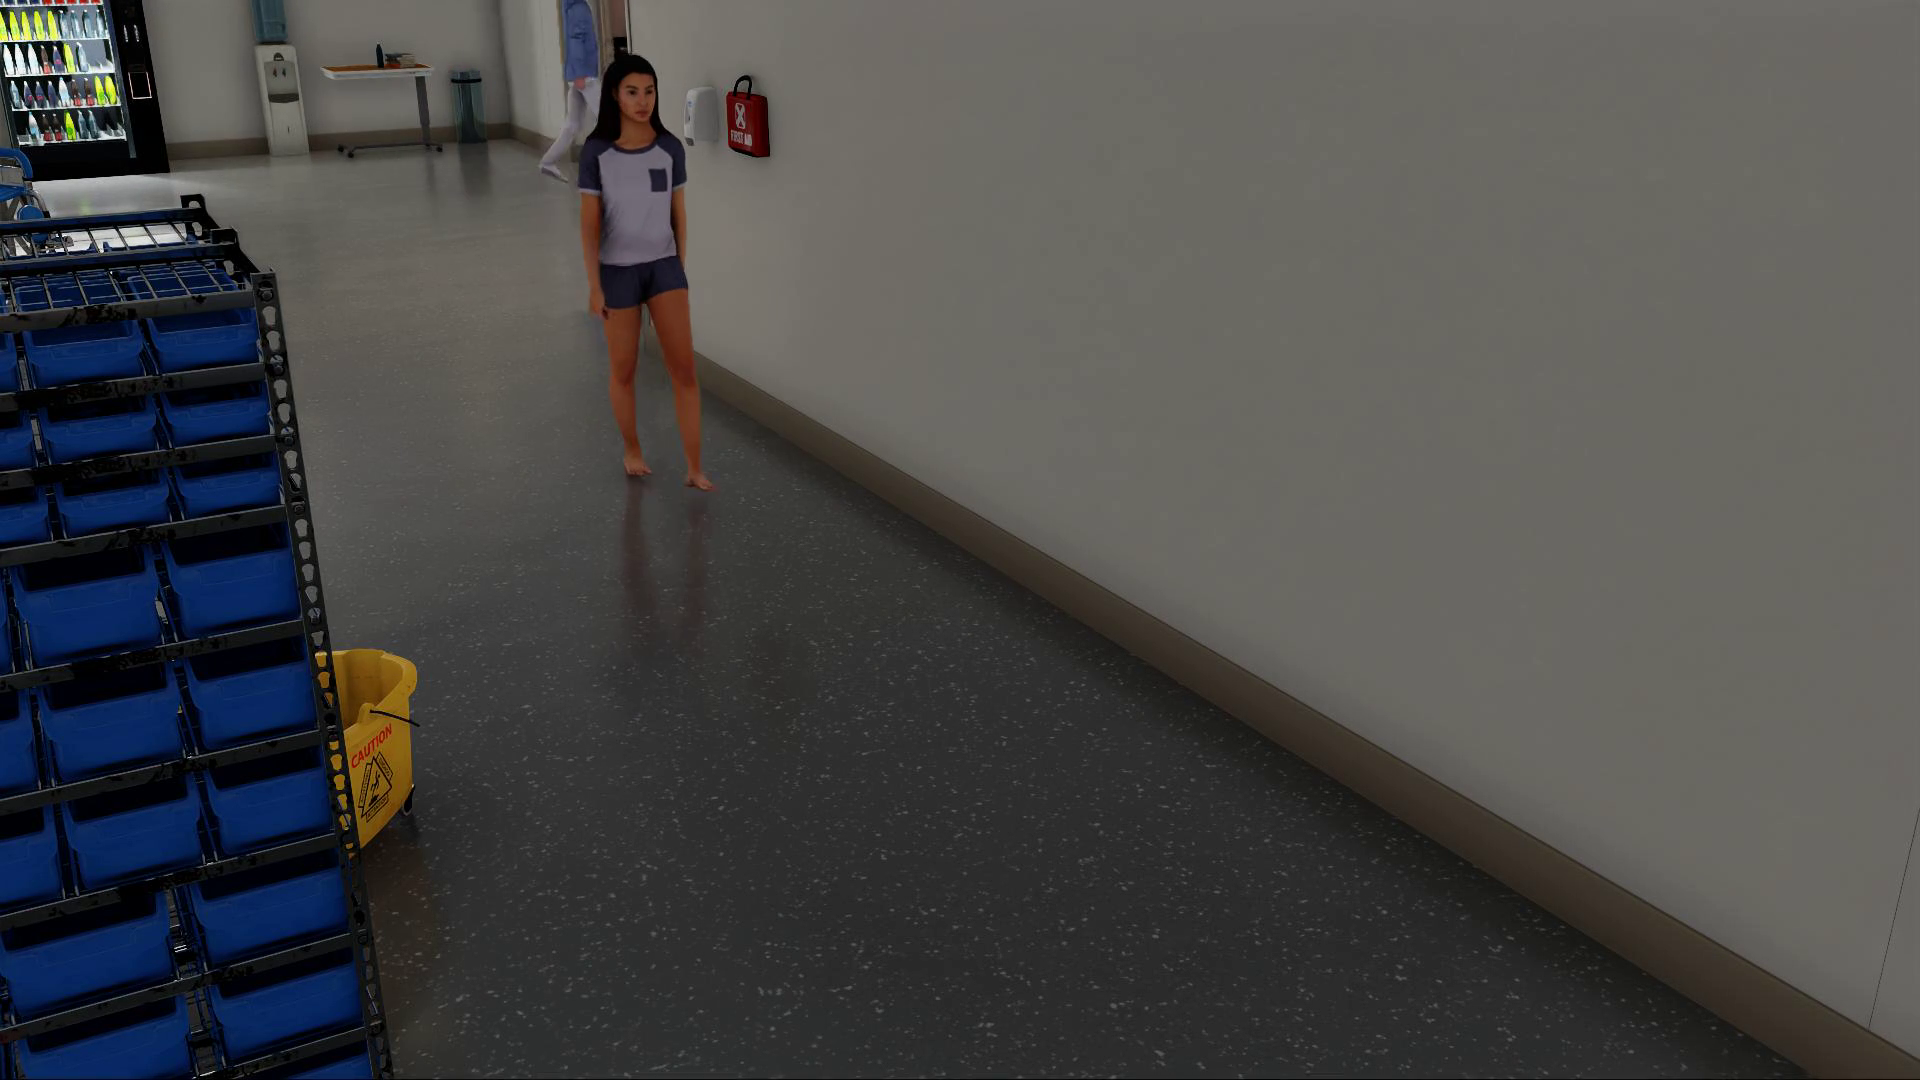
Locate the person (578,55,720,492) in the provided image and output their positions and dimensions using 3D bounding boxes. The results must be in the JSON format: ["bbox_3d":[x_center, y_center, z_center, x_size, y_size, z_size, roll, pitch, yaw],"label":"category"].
[{"bbox_3d":[-1.330,-1.063,6.727,0.894,1.705,0.731,-8,22,-21],"label":"person"}]

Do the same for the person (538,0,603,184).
[{"bbox_3d":[-3.293,-3.965,14.162,1.156,1.866,0.765,-8,22,-21],"label":"person"}]
